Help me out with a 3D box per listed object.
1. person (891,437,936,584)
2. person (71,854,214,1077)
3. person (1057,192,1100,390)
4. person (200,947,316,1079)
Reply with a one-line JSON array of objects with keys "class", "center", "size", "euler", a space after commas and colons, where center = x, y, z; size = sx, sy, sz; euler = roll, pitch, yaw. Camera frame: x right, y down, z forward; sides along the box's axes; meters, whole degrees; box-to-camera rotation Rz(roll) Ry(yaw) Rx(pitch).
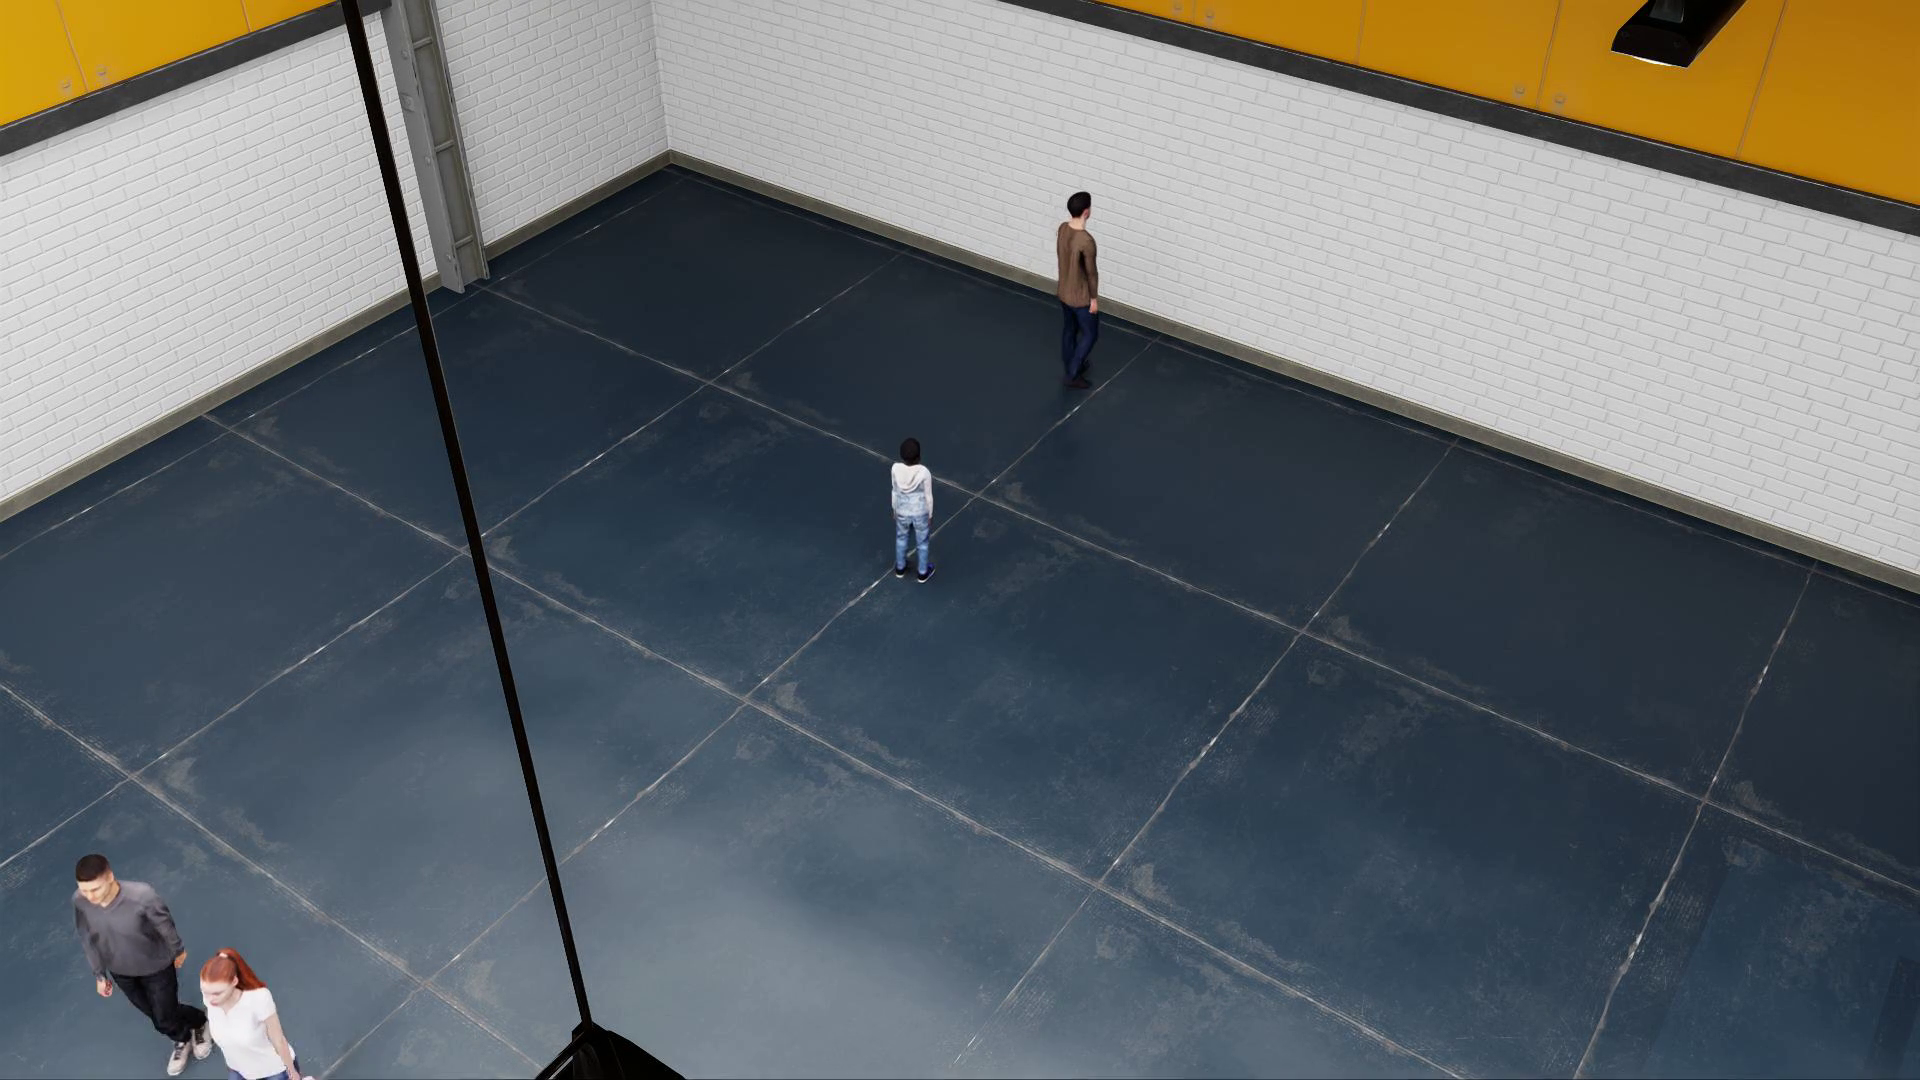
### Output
[{"class": "person", "center": [-0.372, -0.232, 12.795], "size": [0.537, 1.255, 0.553], "euler": [11, 40, 14]}, {"class": "person", "center": [-4.527, 2.277, 9.256], "size": [0.748, 1.752, 0.791], "euler": [1, 39, 1]}, {"class": "person", "center": [1.010, -2.187, 14.740], "size": [0.812, 1.884, 0.788], "euler": [-22, 44, -25]}, {"class": "person", "center": [-3.624, 2.679, 8.774], "size": [0.737, 1.725, 0.838], "euler": [6, 39, 7]}]
